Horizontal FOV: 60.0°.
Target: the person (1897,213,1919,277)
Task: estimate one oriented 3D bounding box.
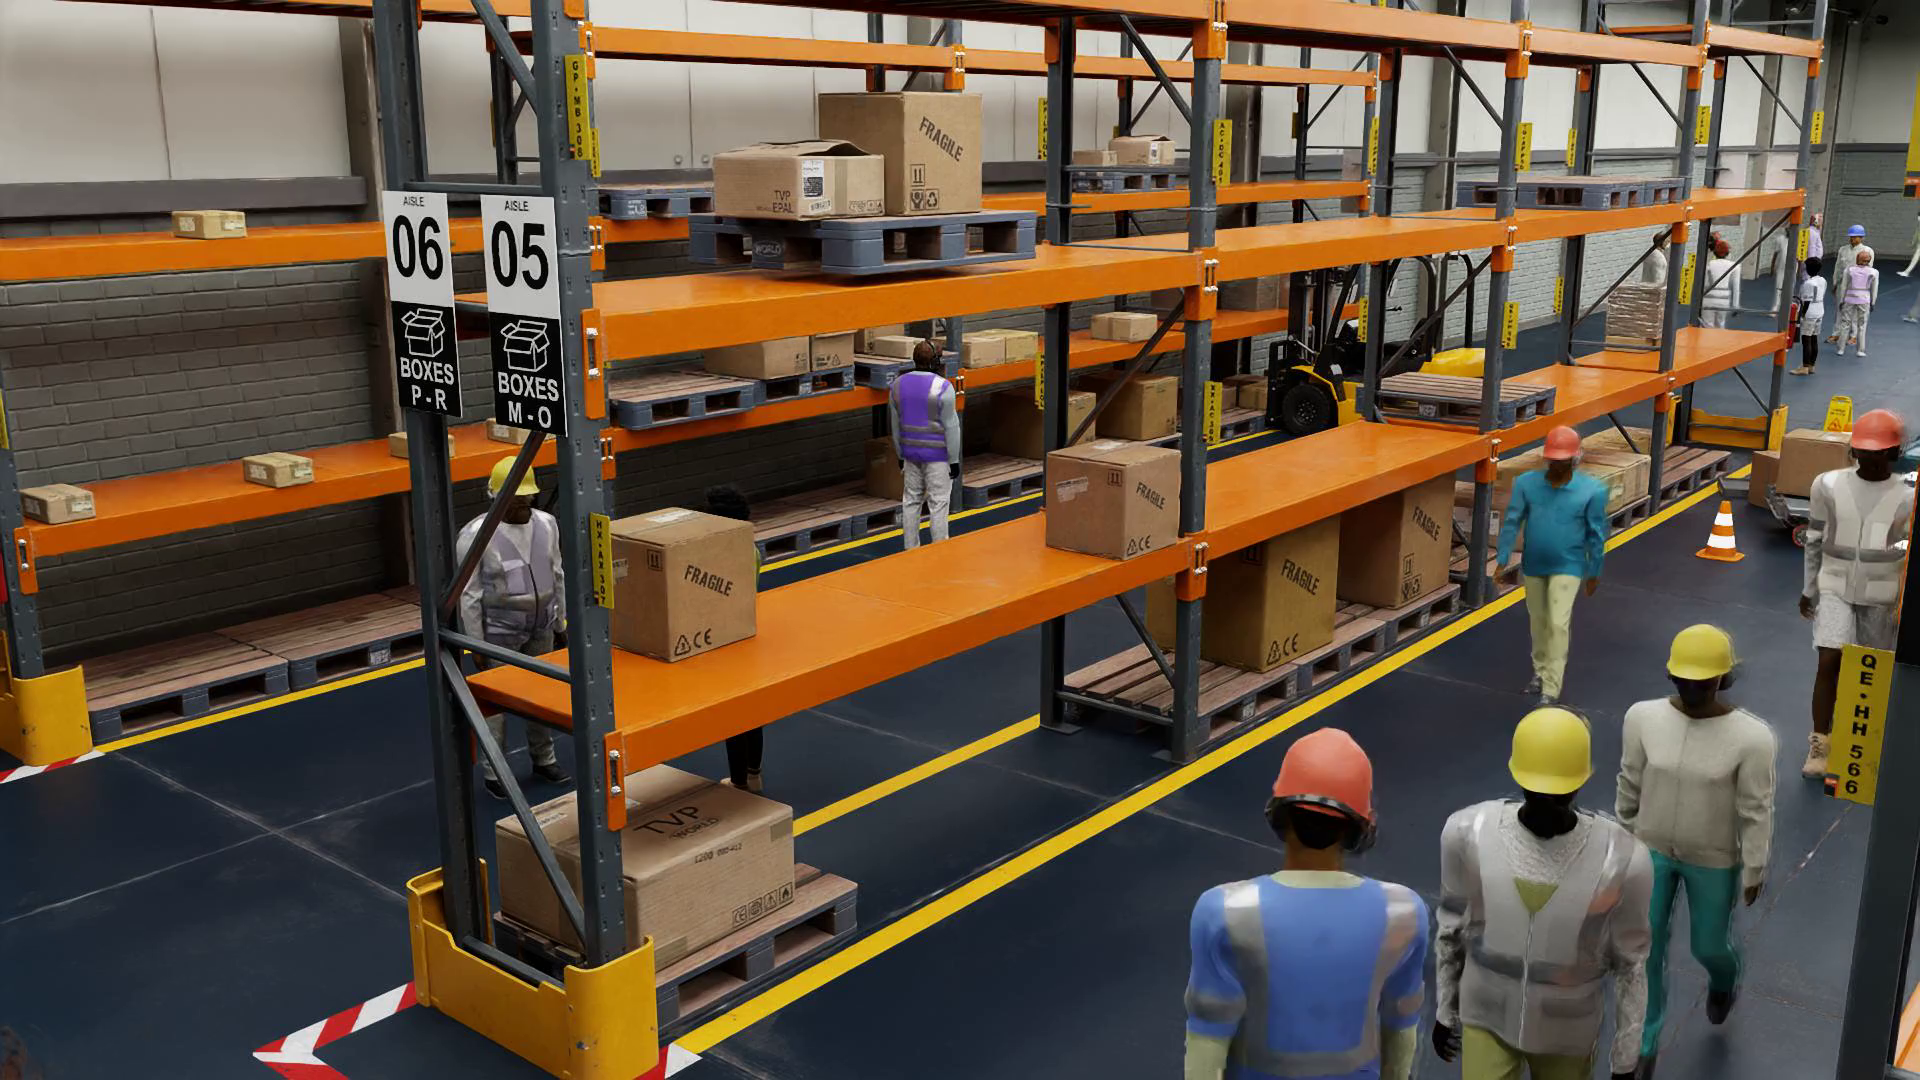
[{"bbox_3d":[23.016,-7.088,39.867,0.872,1.584,0.522,2,14,9],"label":"person"}]

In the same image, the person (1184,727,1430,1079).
[{"bbox_3d":[0.837,1.428,4.355,0.626,1.990,1.015,-1,14,-4],"label":"person"}]

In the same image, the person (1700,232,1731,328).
[{"bbox_3d":[12.322,-4.119,27.258,0.393,1.837,0.564,-8,16,-29],"label":"person"}]

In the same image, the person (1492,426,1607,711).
[{"bbox_3d":[3.532,0.169,10.051,0.585,1.719,0.802,11,18,38],"label":"person"}]

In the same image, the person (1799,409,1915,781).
[{"bbox_3d":[4.952,0.258,9.123,0.624,1.999,1.032,10,17,35],"label":"person"}]

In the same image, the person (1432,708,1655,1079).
[{"bbox_3d":[1.680,1.356,4.848,0.593,1.900,0.823,7,15,26],"label":"person"}]

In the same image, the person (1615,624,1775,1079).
[{"bbox_3d":[2.695,1.119,6.120,0.533,1.751,0.687,11,17,37],"label":"person"}]

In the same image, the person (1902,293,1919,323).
[{"bbox_3d":[17.643,-4.697,30.122,0.521,1.594,0.834,-5,15,-20],"label":"person"}]

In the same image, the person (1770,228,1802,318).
[{"bbox_3d":[15.404,-5.014,30.998,0.542,1.805,0.757,6,15,21],"label":"person"}]

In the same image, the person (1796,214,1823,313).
[{"bbox_3d":[16.387,-5.328,32.058,0.399,1.900,0.644,5,15,20],"label":"person"}]

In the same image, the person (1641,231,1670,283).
[{"bbox_3d":[10.783,-3.828,25.897,0.367,1.932,0.623,2,14,8],"label":"person"}]

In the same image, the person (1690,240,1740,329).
[{"bbox_3d":[11.210,-3.514,24.730,0.597,1.858,0.716,3,14,10],"label":"person"}]

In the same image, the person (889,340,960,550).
[{"bbox_3d":[-0.249,-0.663,13.183,0.623,1.844,0.429,9,17,33],"label":"person"}]

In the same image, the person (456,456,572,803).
[{"bbox_3d":[-2.306,0.455,8.678,0.404,1.823,0.591,12,19,41],"label":"person"}]

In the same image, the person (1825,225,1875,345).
[{"bbox_3d":[14.604,-4.178,27.270,0.389,1.949,0.604,-9,17,-33],"label":"person"}]

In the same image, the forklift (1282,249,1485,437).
[{"bbox_3d":[4.886,-2.214,18.767,2.313,2.155,1.214,11,18,38],"label":"forklift"}]

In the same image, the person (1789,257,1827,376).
[{"bbox_3d":[12.173,-3.203,23.829,0.531,1.692,0.320,-12,18,-40],"label":"person"}]

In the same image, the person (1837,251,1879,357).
[{"bbox_3d":[13.957,-3.672,25.872,0.520,1.632,0.321,8,16,31],"label":"person"}]

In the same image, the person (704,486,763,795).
[{"bbox_3d":[-1.176,0.559,8.495,0.316,1.700,0.541,3,14,12],"label":"person"}]
